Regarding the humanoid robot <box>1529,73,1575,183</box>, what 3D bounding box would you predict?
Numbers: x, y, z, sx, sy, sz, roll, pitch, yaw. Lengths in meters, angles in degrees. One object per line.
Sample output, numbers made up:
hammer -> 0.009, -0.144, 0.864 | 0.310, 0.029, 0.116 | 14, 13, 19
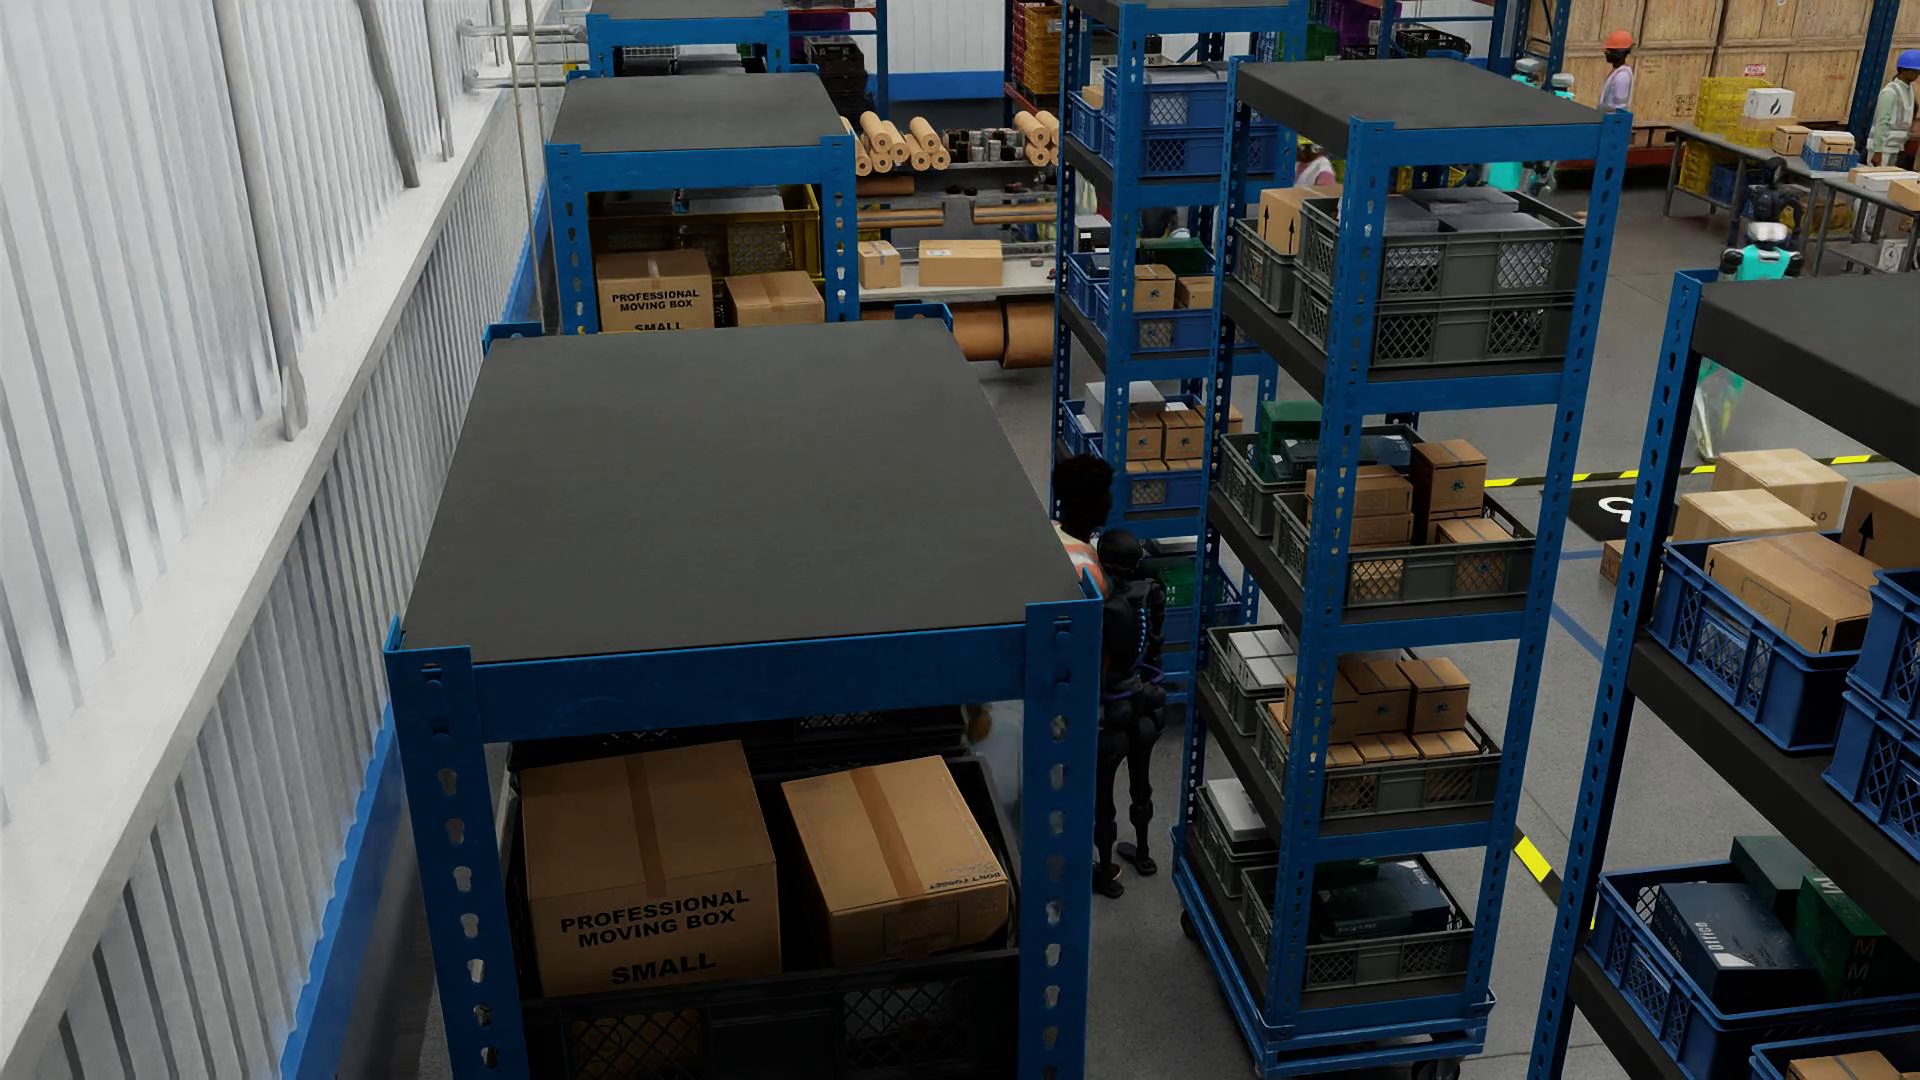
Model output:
humanoid robot -> 5.724, -3.865, 16.820 | 0.746, 1.683, 0.532 | 5, 25, 11

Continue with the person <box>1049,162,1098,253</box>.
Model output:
person -> 0.879, -2.611, 14.148 | 0.897, 1.806, 0.629 | -1, 25, -2

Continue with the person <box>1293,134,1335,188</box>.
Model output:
person -> 2.874, -2.697, 14.332 | 0.818, 1.799, 0.598 | -3, 25, -6

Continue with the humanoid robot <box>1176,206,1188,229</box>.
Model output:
humanoid robot -> 2.351, -4.060, 17.406 | 0.543, 1.832, 0.660 | -17, 30, -33

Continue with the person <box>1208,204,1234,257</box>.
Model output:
person -> 2.616, -3.741, 16.500 | 0.572, 1.883, 0.354 | -2, 25, -4

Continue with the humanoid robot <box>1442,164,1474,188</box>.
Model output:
humanoid robot -> 5.124, -3.774, 16.799 | 0.599, 1.657, 0.315 | 3, 25, 6

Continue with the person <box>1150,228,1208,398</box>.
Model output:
person -> 1.394, -1.117, 10.832 | 0.591, 1.851, 0.400 | -3, 25, -6

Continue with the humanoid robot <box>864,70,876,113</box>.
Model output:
humanoid robot -> -0.989, -4.173, 17.682 | 0.381, 1.641, 0.599 | 2, 25, 5

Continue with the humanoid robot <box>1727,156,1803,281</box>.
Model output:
humanoid robot -> 6.639, -2.355, 13.747 | 0.421, 1.644, 0.609 | -20, 32, -37

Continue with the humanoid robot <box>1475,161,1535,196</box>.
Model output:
humanoid robot -> 4.558, -2.739, 14.537 | 0.987, 1.762, 0.559 | -15, 29, -30

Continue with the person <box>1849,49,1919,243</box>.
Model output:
person -> 9.520, -4.036, 17.064 | 0.605, 1.947, 0.404 | -22, 32, -39

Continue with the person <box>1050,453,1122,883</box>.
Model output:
person -> 0.481, 0.559, 7.054 | 0.367, 1.966, 0.602 | -8, 26, -16

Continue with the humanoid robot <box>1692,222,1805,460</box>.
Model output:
humanoid robot -> 5.344, -1.336, 11.583 | 0.544, 1.896, 0.762 | 2, 25, 3

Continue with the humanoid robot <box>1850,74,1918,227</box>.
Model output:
humanoid robot -> 9.701, -4.103, 17.545 | 0.609, 1.642, 0.410 | -1, 25, -1

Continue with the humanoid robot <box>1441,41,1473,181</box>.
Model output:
humanoid robot -> 5.773, -4.952, 19.364 | 0.315, 1.654, 0.599 | 7, 26, 15

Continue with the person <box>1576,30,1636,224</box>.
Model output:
person -> 6.862, -4.358, 17.652 | 0.389, 2.040, 0.613 | 7, 26, 14

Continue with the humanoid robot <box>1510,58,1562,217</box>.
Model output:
humanoid robot -> 6.062, -4.145, 17.562 | 0.689, 1.790, 0.560 | 22, 32, 39

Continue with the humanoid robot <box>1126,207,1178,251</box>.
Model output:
humanoid robot -> 1.497, -2.165, 13.328 | 0.448, 1.653, 0.601 | -19, 31, -35

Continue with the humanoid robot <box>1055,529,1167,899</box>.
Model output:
humanoid robot -> 0.655, 0.725, 7.018 | 0.599, 1.657, 0.315 | -19, 31, -36

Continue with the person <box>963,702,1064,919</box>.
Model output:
person -> 0.023, 1.250, 5.639 | 0.692, 1.887, 0.824 | 11, 27, 22
